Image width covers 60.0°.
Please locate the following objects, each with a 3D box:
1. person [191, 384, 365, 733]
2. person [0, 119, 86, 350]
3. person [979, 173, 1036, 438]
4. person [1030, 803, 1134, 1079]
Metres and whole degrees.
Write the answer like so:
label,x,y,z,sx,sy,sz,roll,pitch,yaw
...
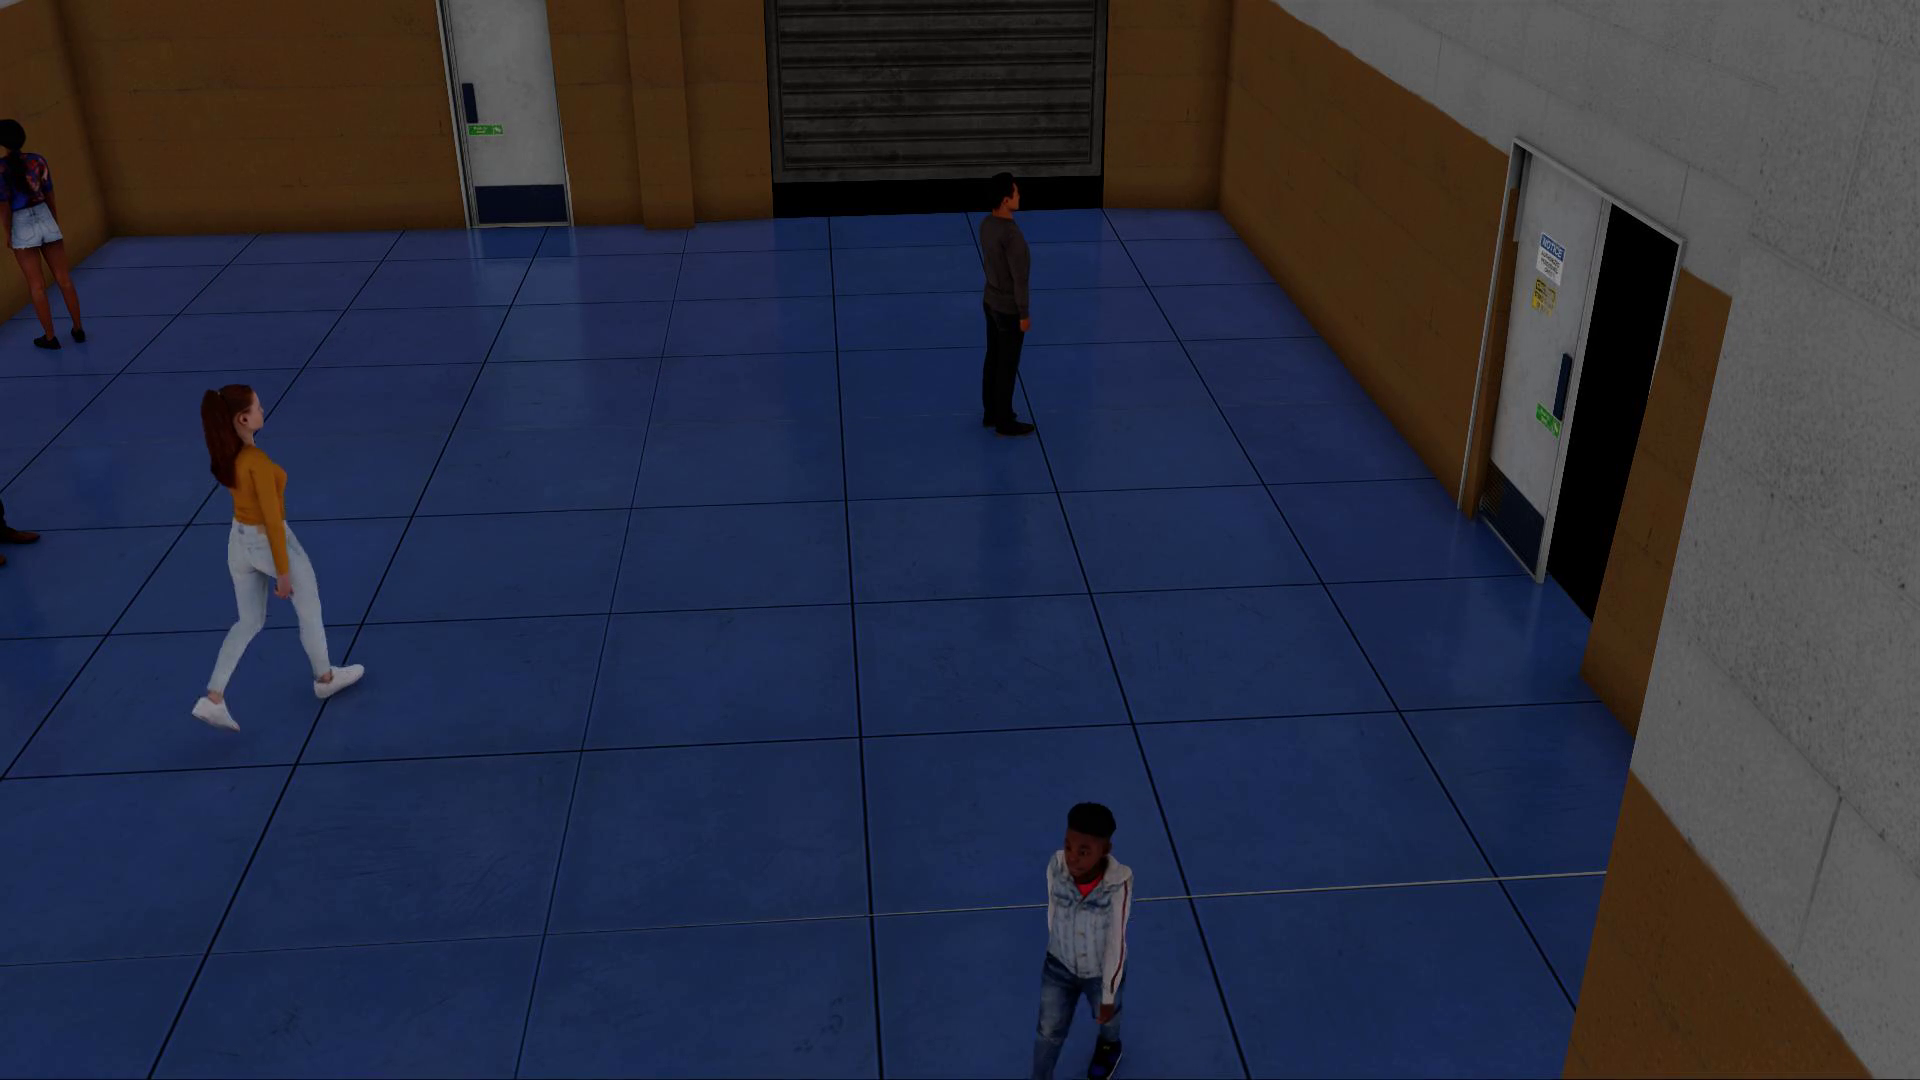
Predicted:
label,x,y,z,sx,sy,sz,roll,pitch,yaw
person,-3.340,0.111,7.796,1.120,1.727,1.080,16,31,28
person,-6.979,-2.310,12.553,0.717,1.743,0.660,20,33,34
person,0.286,-1.559,11.043,0.652,1.769,0.702,-9,28,-17
person,0.476,1.420,5.767,0.858,1.228,0.812,13,29,23
